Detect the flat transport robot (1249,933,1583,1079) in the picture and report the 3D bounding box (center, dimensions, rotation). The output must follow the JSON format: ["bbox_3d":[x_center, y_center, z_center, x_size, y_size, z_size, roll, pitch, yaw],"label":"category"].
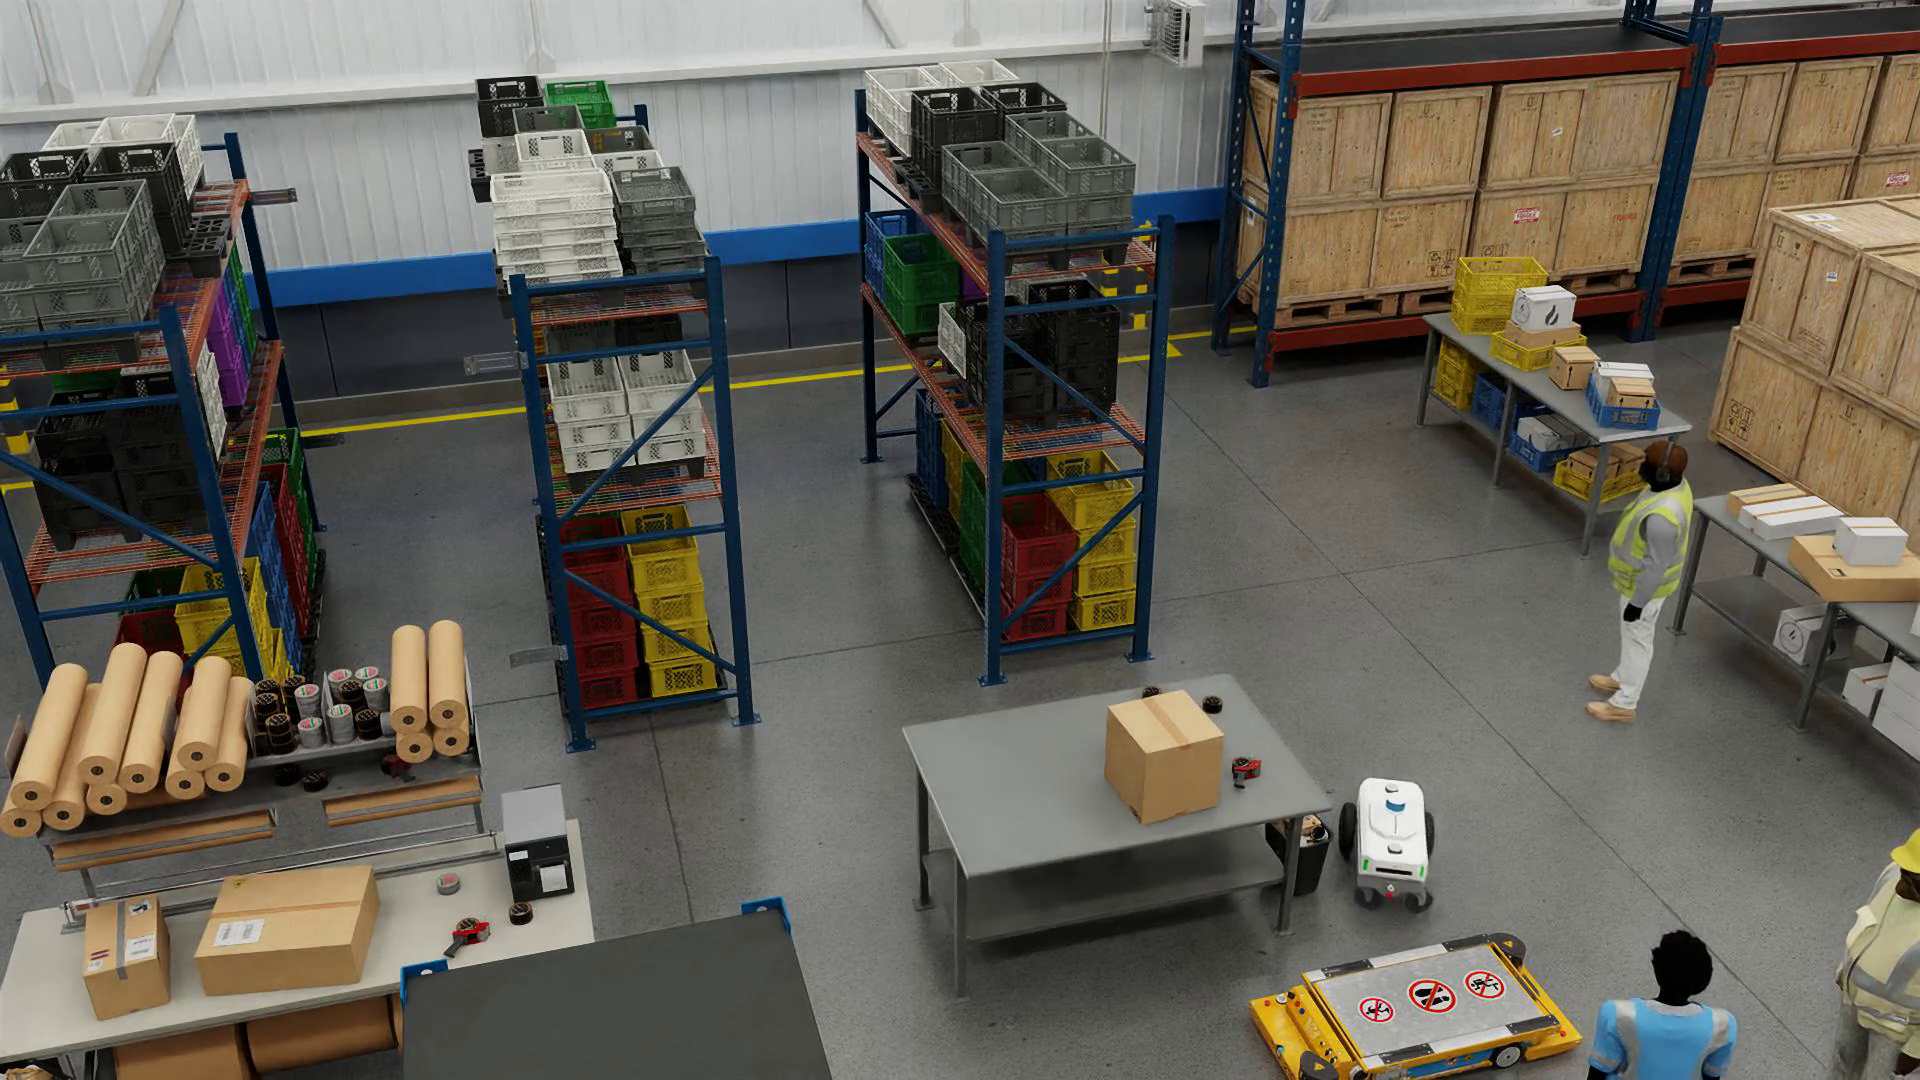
[{"bbox_3d":[2.184,2.282,7.980,1.431,0.197,0.652,-8,30,-14],"label":"flat transport robot"}]

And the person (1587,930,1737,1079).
[{"bbox_3d":[2.713,2.235,6.593,0.535,1.699,0.318,3,29,5],"label":"person"}]

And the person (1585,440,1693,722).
[{"bbox_3d":[4.120,0.247,10.064,0.430,1.845,0.624,13,31,22],"label":"person"}]

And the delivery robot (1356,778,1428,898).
[{"bbox_3d":[2.305,1.572,8.887,0.477,0.478,0.707,5,29,10],"label":"delivery robot"}]

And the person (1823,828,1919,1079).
[{"bbox_3d":[3.891,1.938,6.997,0.404,1.833,0.587,-2,29,-4],"label":"person"}]
